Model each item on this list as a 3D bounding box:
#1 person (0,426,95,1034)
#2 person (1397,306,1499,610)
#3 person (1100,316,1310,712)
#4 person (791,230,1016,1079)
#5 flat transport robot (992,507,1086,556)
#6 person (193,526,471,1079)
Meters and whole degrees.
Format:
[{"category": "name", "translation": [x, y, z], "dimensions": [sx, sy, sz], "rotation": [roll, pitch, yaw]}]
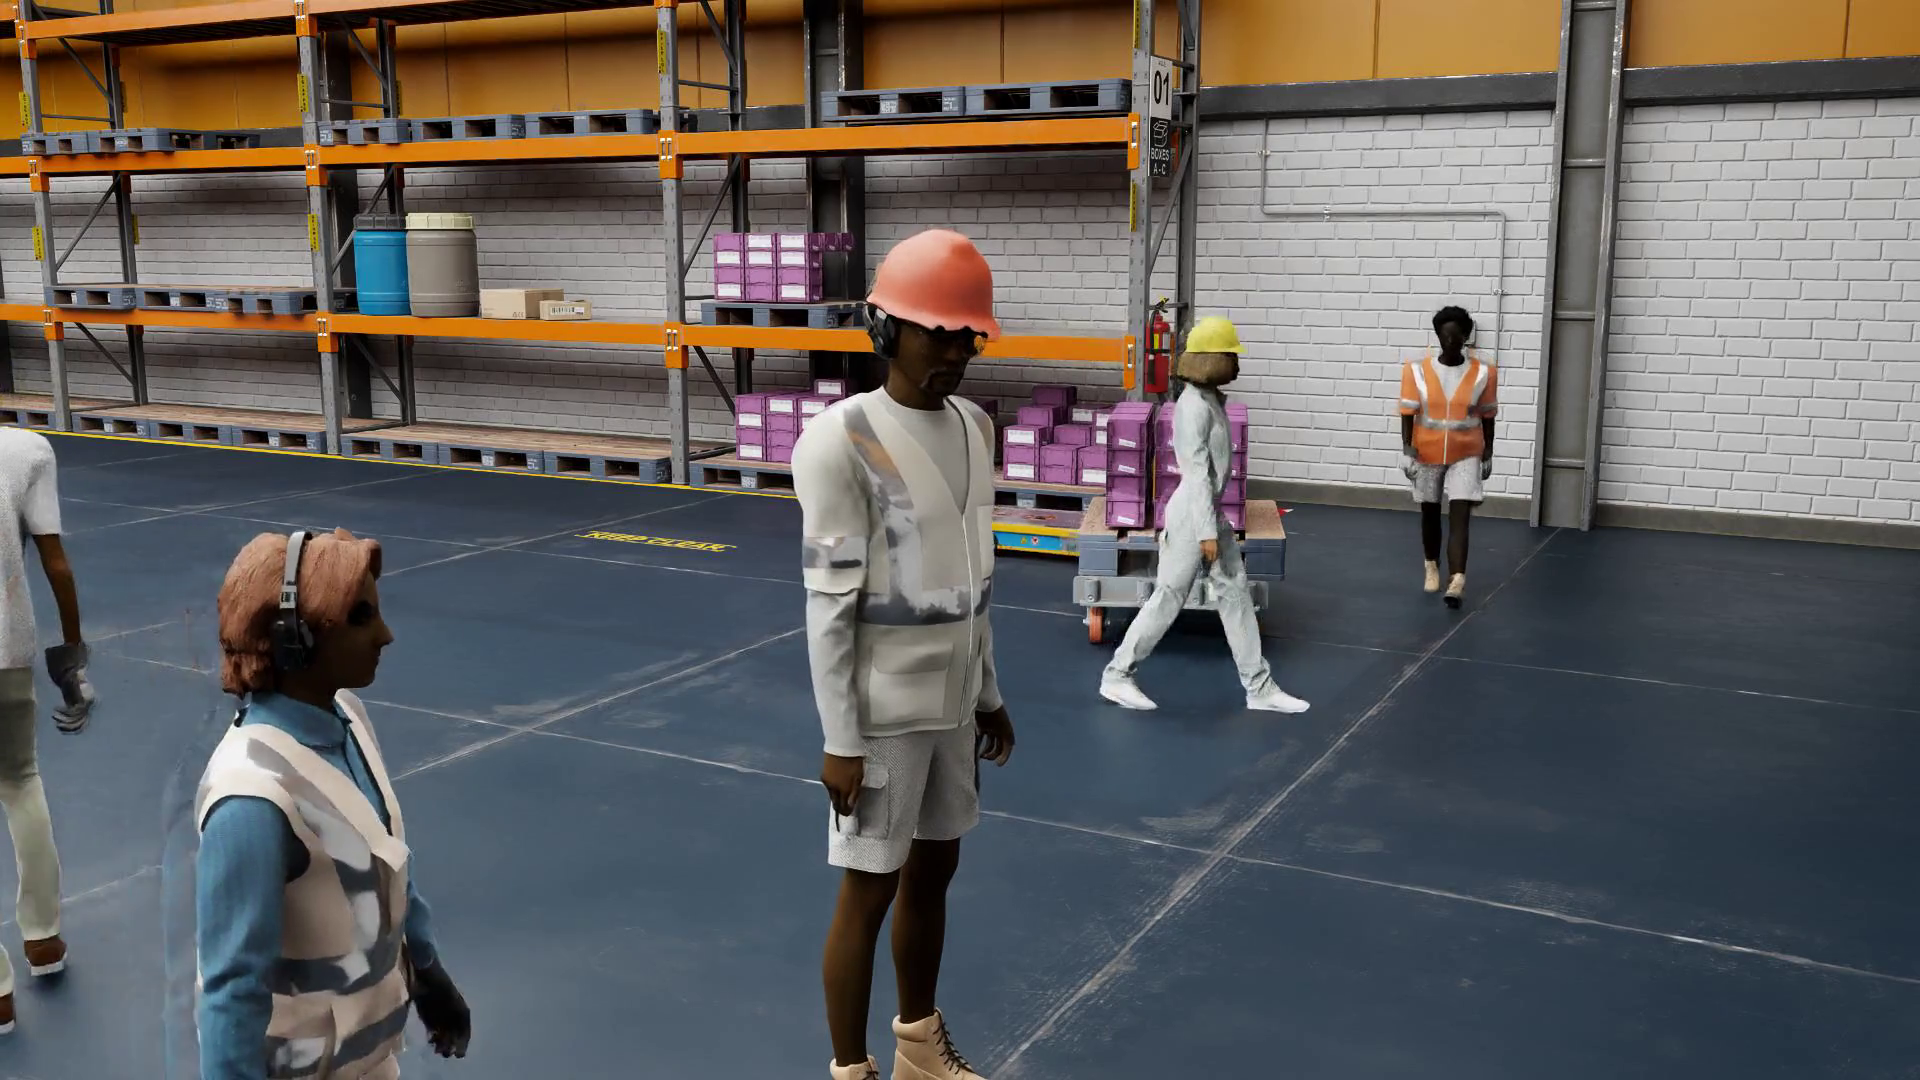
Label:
[{"category": "person", "translation": [-2.600, 0.327, 4.321], "dimensions": [0.531, 1.842, 0.660], "rotation": [-9, 13, -39]}, {"category": "person", "translation": [2.681, -0.463, 9.181], "dimensions": [0.532, 1.640, 0.893], "rotation": [3, 11, 17]}, {"category": "person", "translation": [1.023, -0.096, 7.045], "dimensions": [0.876, 1.697, 0.497], "rotation": [4, 11, 21]}, {"category": "person", "translation": [-0.081, 0.357, 3.637], "dimensions": [0.392, 2.034, 0.605], "rotation": [7, 13, 35]}, {"category": "flat transport robot", "translation": [0.585, -0.048, 10.688], "dimensions": [1.431, 0.197, 0.652], "rotation": [5, 12, 26]}, {"category": "person", "translation": [-0.844, 0.780, 2.471], "dimensions": [0.743, 1.610, 0.534], "rotation": [-2, 11, -12]}]
